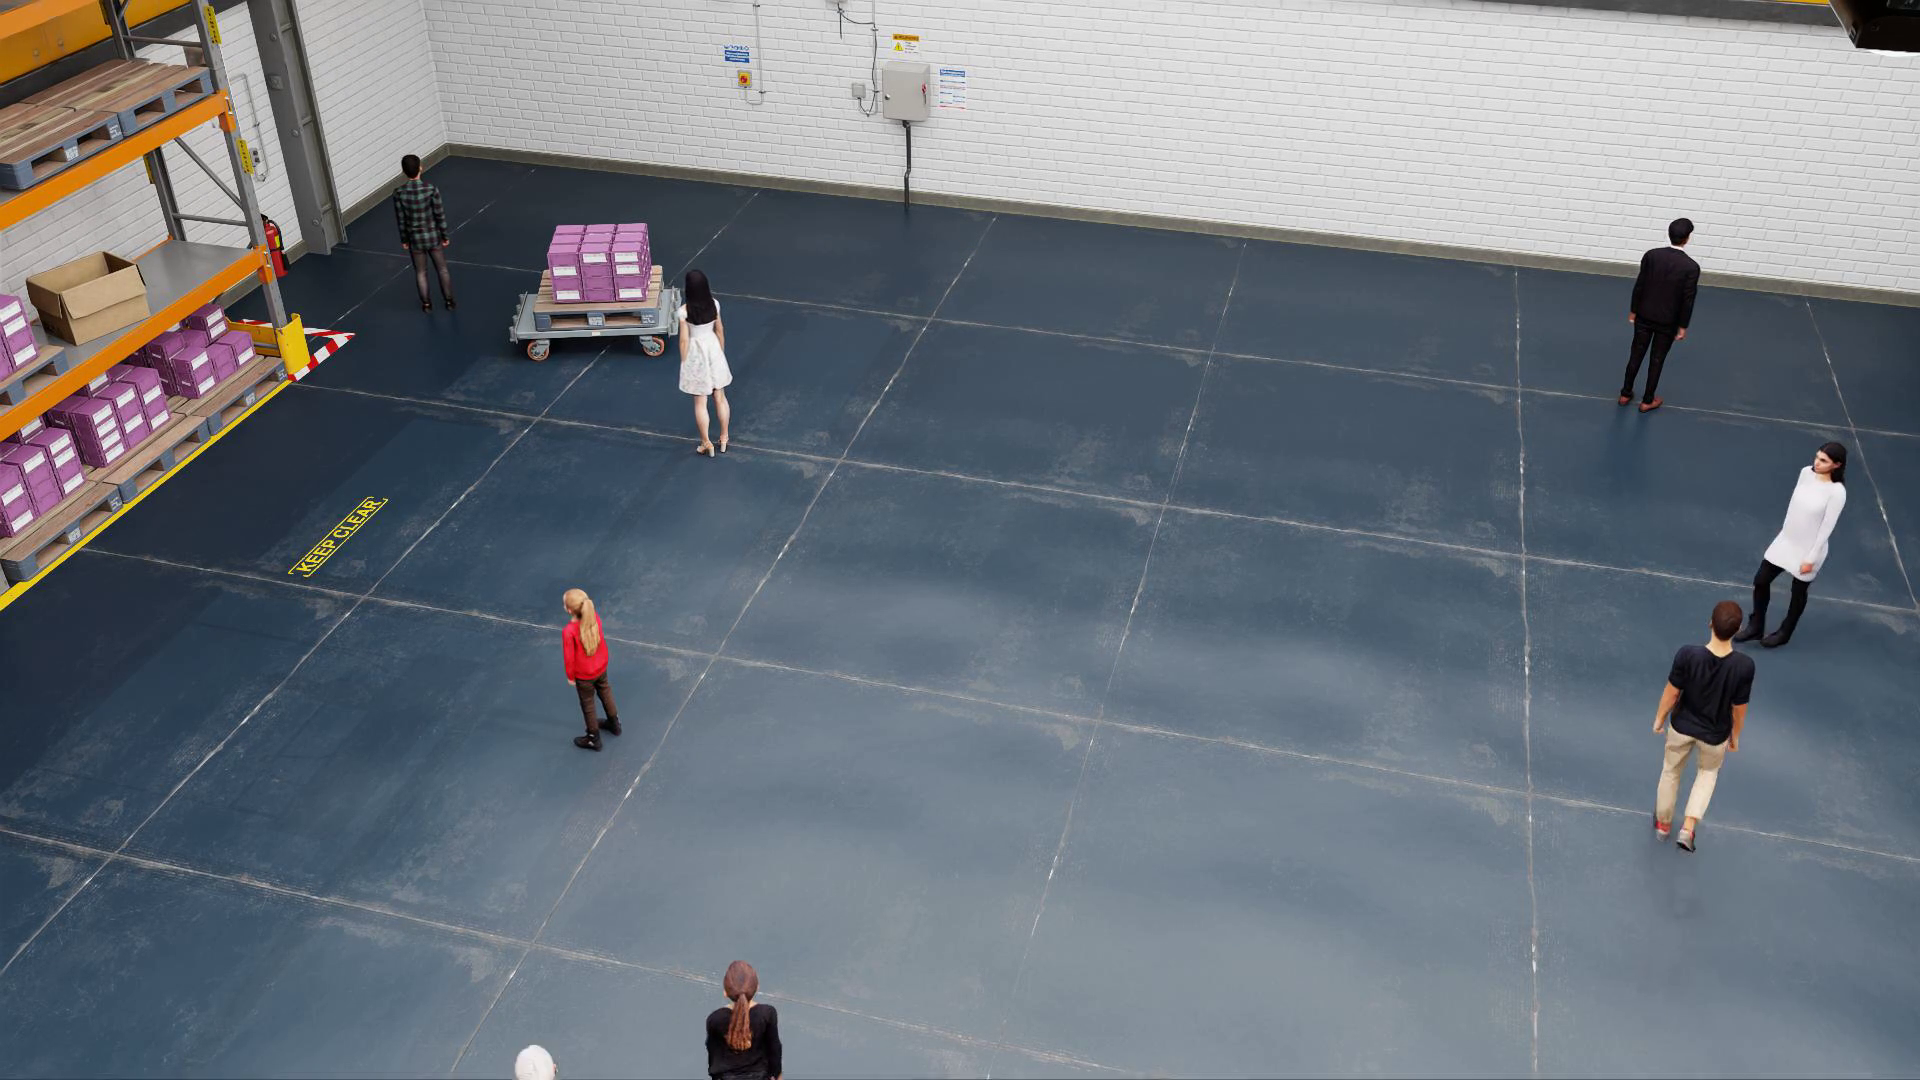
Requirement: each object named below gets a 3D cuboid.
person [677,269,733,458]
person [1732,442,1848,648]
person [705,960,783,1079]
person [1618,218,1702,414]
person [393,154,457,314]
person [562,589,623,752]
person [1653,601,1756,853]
[{"bbox_3d":[-2.268,-1.567,14.715,0.770,1.774,0.835,-19,38,-27],"label":"person"},{"bbox_3d":[6.291,0.047,12.268,0.864,1.794,0.805,-10,35,-14],"label":"person"},{"bbox_3d":[-1.087,2.773,8.416,0.904,1.520,1.127,-8,35,-12],"label":"person"},{"bbox_3d":[6.465,-2.089,15.403,0.777,1.883,0.728,26,41,33],"label":"person"},{"bbox_3d":[-5.556,-3.161,17.249,0.732,1.710,0.706,-9,35,-14],"label":"person"},{"bbox_3d":[-2.563,0.876,11.485,0.600,1.280,0.494,19,38,26],"label":"person"},{"bbox_3d":[4.635,1.244,10.423,0.711,1.845,0.817,14,36,20],"label":"person"}]
